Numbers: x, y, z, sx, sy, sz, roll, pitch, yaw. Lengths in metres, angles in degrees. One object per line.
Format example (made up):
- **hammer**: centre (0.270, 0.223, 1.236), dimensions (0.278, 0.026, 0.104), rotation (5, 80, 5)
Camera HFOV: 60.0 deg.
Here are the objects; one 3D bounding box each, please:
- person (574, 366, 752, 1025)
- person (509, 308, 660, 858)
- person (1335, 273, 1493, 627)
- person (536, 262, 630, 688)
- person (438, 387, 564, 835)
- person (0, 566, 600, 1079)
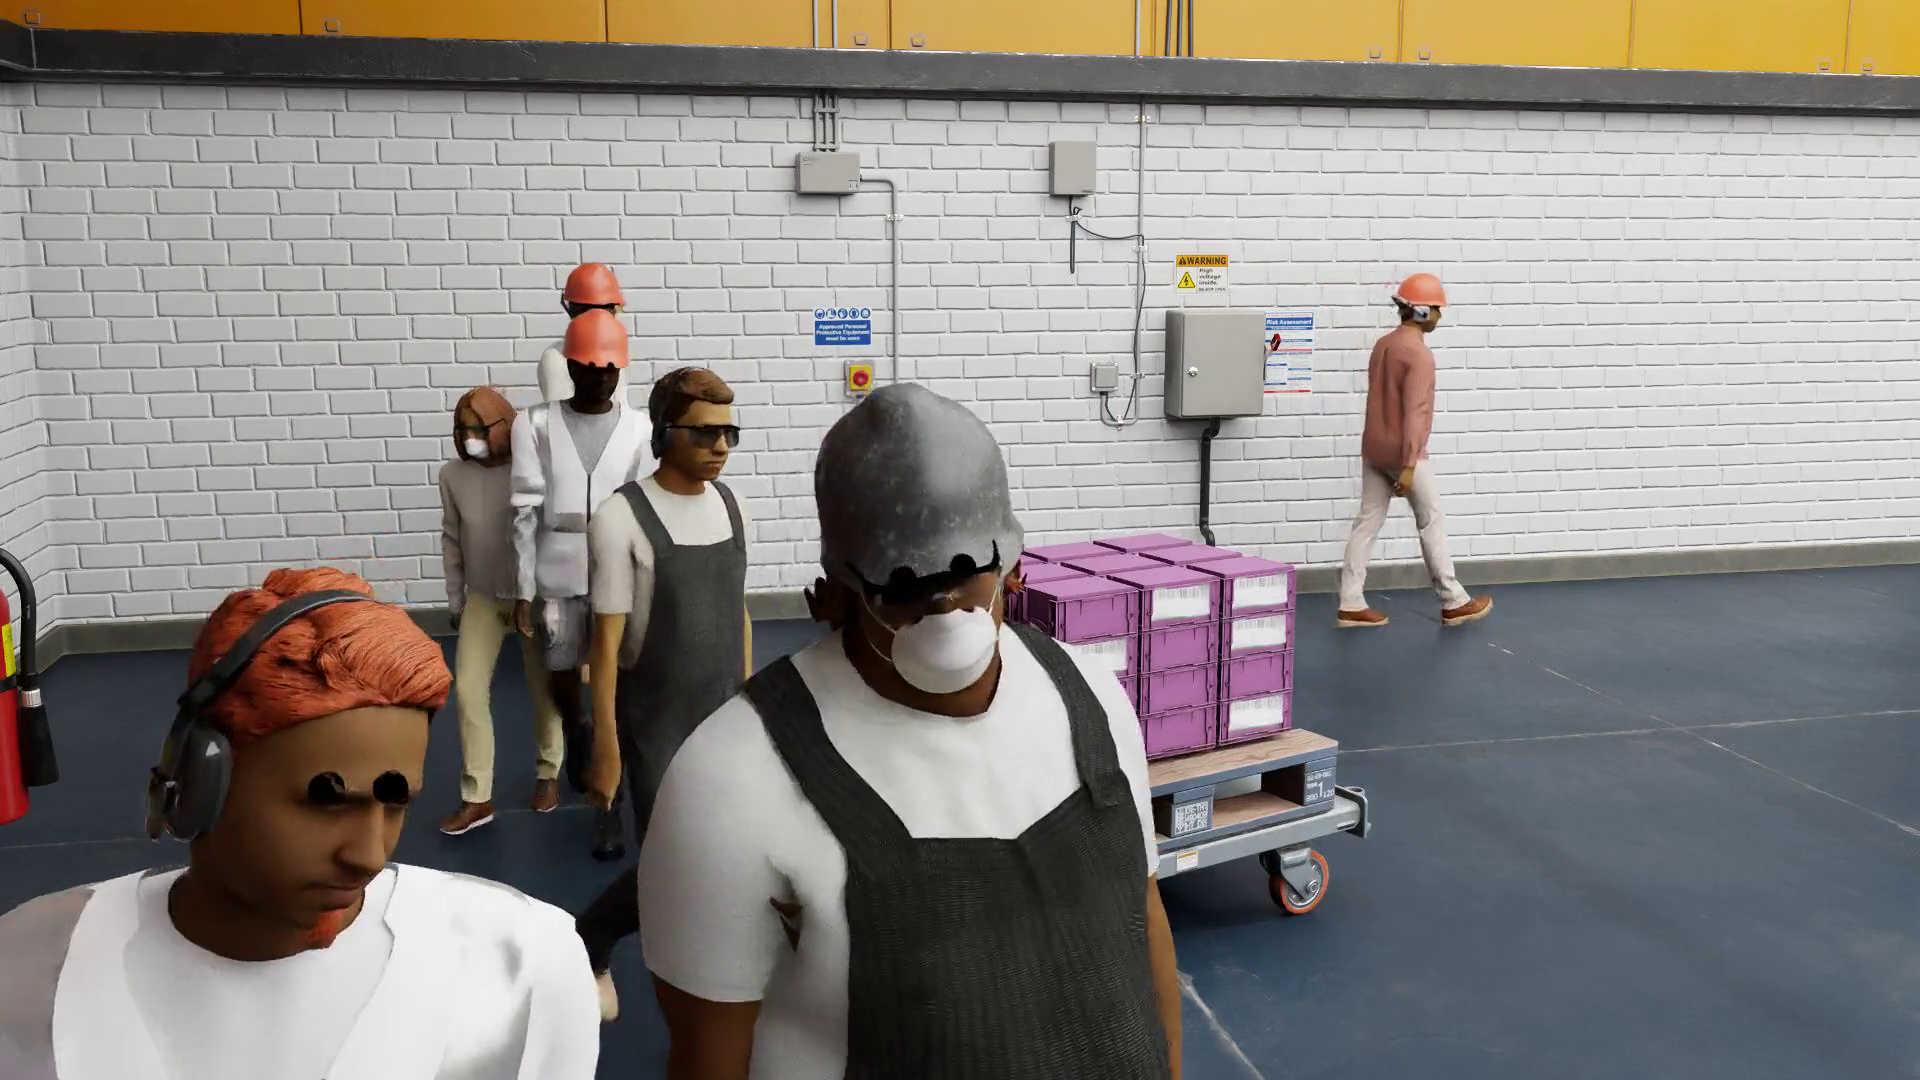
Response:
- **person**: centre (-0.753, 0.466, 4.245), dimensions (0.579, 1.826, 0.535), rotation (8, 13, 39)
- **person**: centre (-1.336, 0.111, 6.018), dimensions (0.551, 1.904, 0.905), rotation (-2, 11, -13)
- **person**: centre (2.519, -0.479, 9.142), dimensions (0.963, 1.945, 0.611), rotation (-3, 11, -16)
- **person**: centre (-1.728, -0.304, 7.947), dimensions (0.403, 2.029, 0.620), rotation (4, 11, 22)
- **person**: centre (-1.659, 0.253, 5.997), dimensions (0.521, 1.598, 0.680), rotation (1, 10, 8)
- **person**: centre (-0.623, 0.942, 1.555), dimensions (0.603, 1.854, 0.400), rotation (-2, 10, -12)
